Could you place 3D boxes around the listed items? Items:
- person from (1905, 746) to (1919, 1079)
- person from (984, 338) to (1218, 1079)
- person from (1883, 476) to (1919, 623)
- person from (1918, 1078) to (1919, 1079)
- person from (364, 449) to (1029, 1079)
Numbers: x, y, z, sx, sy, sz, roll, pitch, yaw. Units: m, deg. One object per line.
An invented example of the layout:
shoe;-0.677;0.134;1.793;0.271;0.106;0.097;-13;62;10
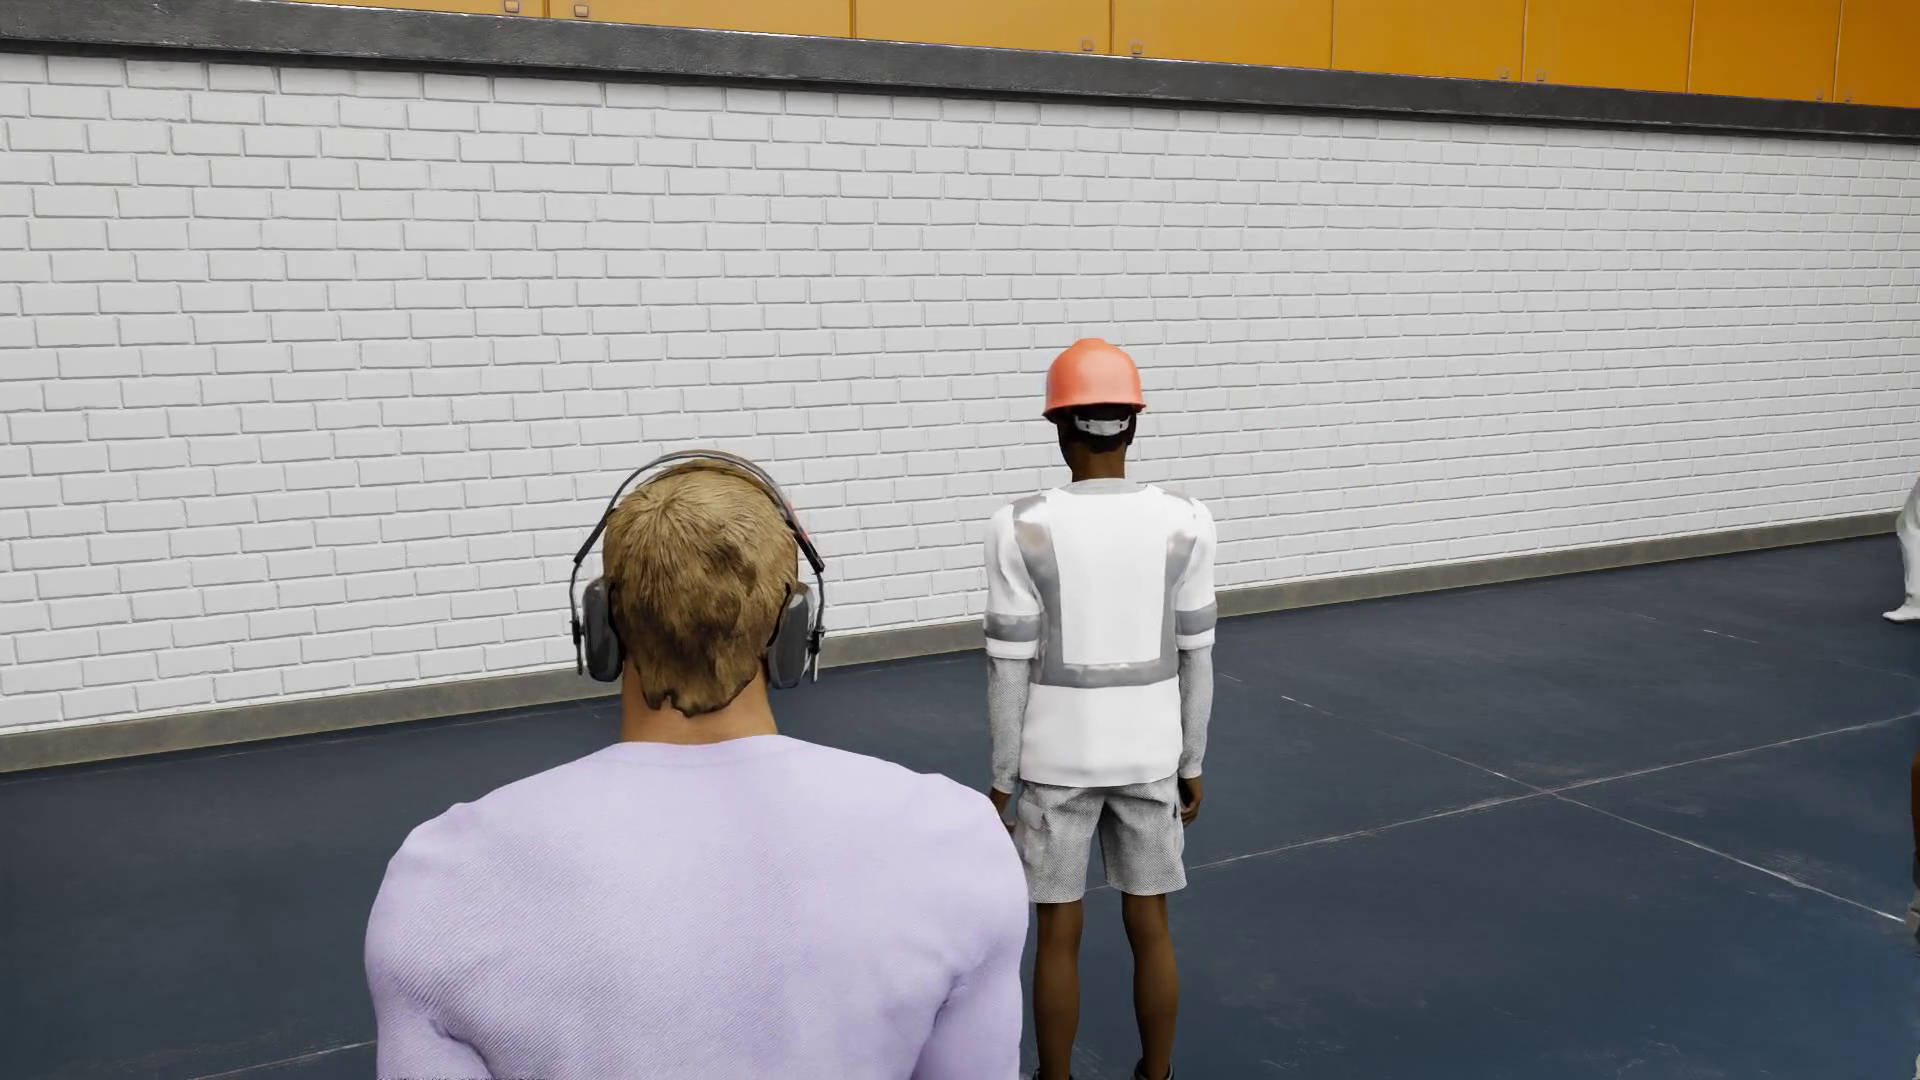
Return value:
person;1.921;0.714;3.001;0.684;1.829;0.521;-7;12;-37
person;0.314;0.499;3.890;0.542;1.931;0.366;-2;10;-9
person;5.524;-0.432;9.307;0.603;1.900;0.660;-3;10;-18
person;1.505;0.815;2.254;0.640;1.863;0.570;3;10;18
person;-0.244;0.875;1.702;0.629;1.940;0.379;-2;10;-9
